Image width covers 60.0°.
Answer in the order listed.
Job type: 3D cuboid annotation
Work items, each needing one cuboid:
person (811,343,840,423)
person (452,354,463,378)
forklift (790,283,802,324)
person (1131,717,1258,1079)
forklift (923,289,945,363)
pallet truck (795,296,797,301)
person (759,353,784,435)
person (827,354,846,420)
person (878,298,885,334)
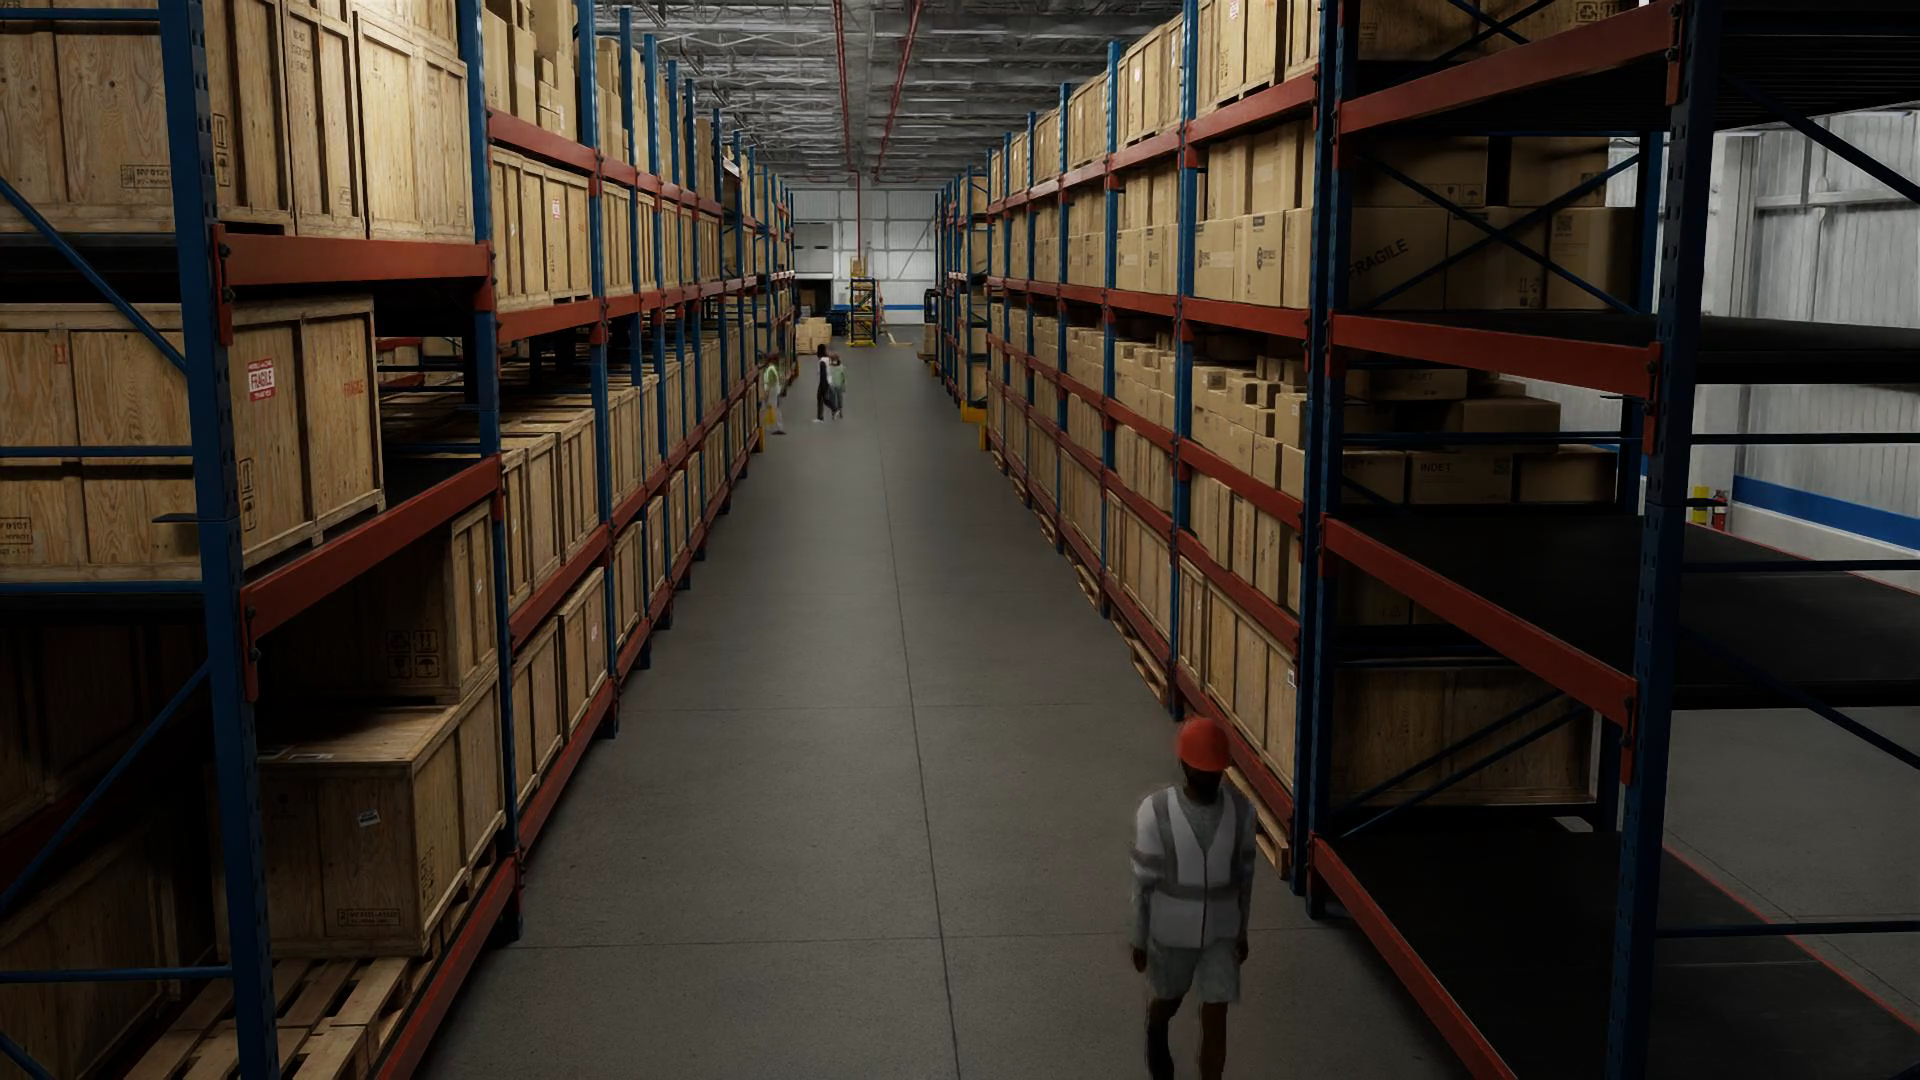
[{"bbox_3d":[-3.232,-3.750,39.776,0.608,1.898,0.628,1,10,6],"label":"person"},{"bbox_3d":[-9.764,-2.689,33.106,0.645,2.020,0.653,-3,10,-18],"label":"person"},{"bbox_3d":[-8.101,-11.020,80.293,1.129,2.768,1.873,-6,11,-30],"label":"forklift"},{"bbox_3d":[1.021,1.674,7.384,0.558,1.915,0.885,-1,10,-5],"label":"person"},{"bbox_3d":[-0.823,-8.158,63.198,1.129,2.768,1.873,-1,10,-3],"label":"forklift"},{"bbox_3d":[-8.622,-12.439,91.403,1.885,1.965,0.823,2,10,13],"label":"pallet truck"},{"bbox_3d":[-4.315,-3.229,36.934,0.866,1.806,0.597,-4,10,-20],"label":"person"},{"bbox_3d":[-3.018,-3.714,40.448,0.498,1.613,0.362,0,10,-1],"label":"person"},{"bbox_3d":[-4.237,-12.041,89.200,0.372,1.940,0.631,-1,10,-4],"label":"person"}]
